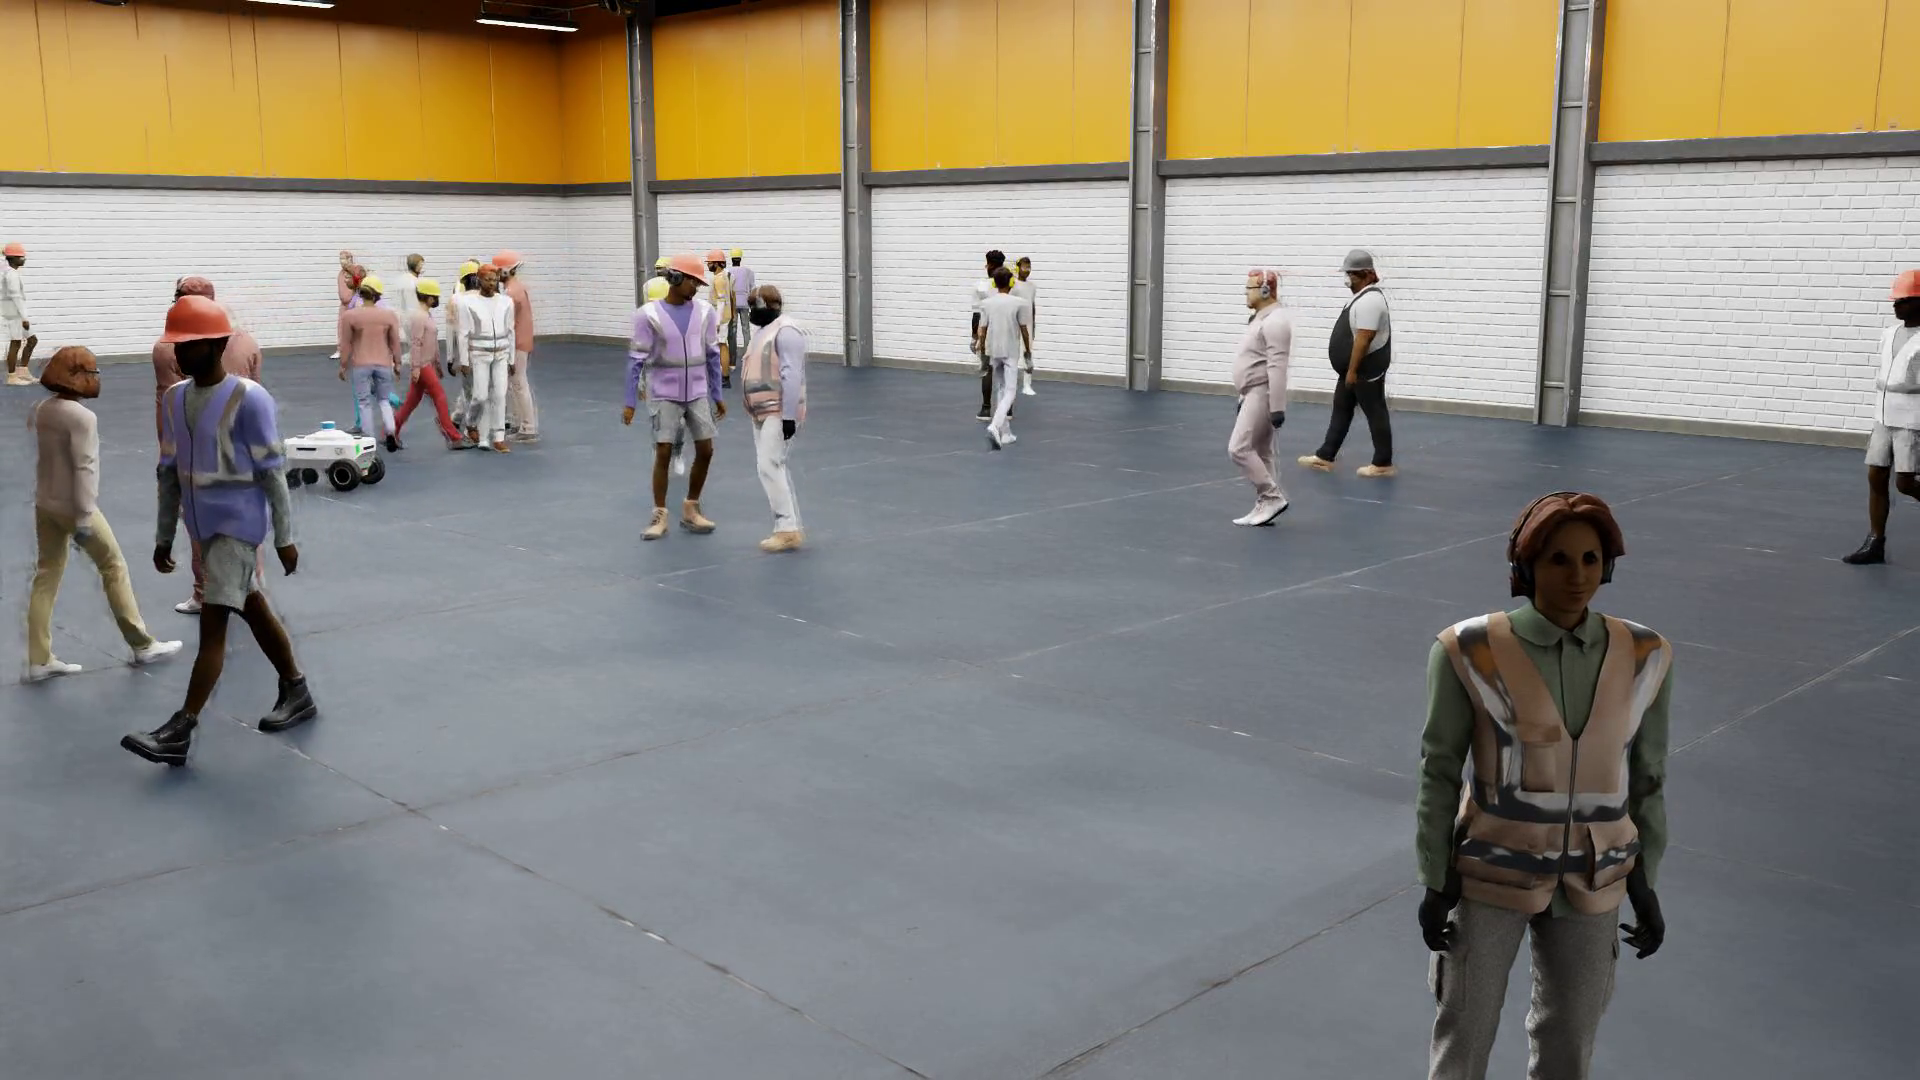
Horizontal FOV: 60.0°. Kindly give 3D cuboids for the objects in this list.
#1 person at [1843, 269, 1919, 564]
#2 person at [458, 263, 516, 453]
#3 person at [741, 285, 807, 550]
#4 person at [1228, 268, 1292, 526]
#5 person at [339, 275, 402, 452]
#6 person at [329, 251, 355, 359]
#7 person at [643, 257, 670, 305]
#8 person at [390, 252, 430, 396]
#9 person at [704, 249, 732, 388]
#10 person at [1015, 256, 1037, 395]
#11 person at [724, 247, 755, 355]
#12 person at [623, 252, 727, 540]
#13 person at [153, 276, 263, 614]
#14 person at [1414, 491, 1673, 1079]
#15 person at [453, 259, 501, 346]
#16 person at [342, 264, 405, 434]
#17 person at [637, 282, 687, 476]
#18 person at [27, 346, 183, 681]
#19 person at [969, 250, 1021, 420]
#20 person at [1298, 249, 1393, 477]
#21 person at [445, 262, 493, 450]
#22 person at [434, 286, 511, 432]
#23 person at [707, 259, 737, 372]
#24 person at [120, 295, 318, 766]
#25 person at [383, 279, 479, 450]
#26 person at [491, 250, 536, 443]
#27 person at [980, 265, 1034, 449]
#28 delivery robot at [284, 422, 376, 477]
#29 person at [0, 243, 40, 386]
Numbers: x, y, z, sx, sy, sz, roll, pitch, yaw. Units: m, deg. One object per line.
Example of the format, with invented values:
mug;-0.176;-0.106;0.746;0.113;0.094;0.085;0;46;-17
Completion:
person;6.165;-0.780;10.741;0.717;1.919;0.549;-2;11;-10
person;-4.691;-1.800;16.450;0.576;1.867;0.615;-8;13;-38
person;-1.313;-0.827;11.339;0.529;1.800;0.676;-6;12;-29
person;2.161;-1.023;12.122;0.443;1.889;0.656;1;10;5
person;-5.667;-1.666;16.017;0.556;1.742;0.414;-7;12;-34
person;-10.544;-4.097;28.963;0.639;1.868;0.956;6;12;29
person;-4.174;-3.082;23.547;0.589;1.822;0.403;4;11;22
person;-7.298;-2.833;21.980;0.770;1.915;0.635;-2;11;-11
person;-3.376;-3.082;23.229;0.361;1.939;0.543;-1;10;-3
person;0.796;-2.894;22.434;0.522;1.856;0.696;-5;12;-25
person;-3.719;-3.921;27.837;0.588;1.927;0.370;-3;11;-18
person;-2.021;-1.013;11.757;0.764;2.018;0.376;-6;12;-29
person;-4.261;-0.533;9.419;0.409;1.908;0.639;6;12;30
person;1.167;0.710;3.366;0.514;1.641;0.309;-1;10;-3
person;-6.170;-2.656;21.298;0.654;1.829;0.520;1;10;5
person;-6.357;-2.057;17.933;0.623;1.829;0.582;-1;10;-8
person;-2.565;-1.358;14.399;0.500;1.727;0.359;-1;10;-6
person;-4.252;-0.143;8.124;0.511;1.596;0.769;7;12;32
person;0.407;-2.369;19.261;0.615;1.964;0.361;-3;11;-17
person;3.442;-1.572;14.715;0.925;2.000;0.703;1;10;7
person;-4.874;-1.857;16.749;0.600;1.861;0.960;-4;11;-23
person;-5.232;-2.043;17.962;0.901;1.786;0.624;0;10;-1
person;-3.740;-3.561;26.094;0.506;1.846;0.350;-8;13;-39
person;-3.083;-0.053;6.847;0.567;1.883;1.011;5;12;26
person;-5.328;-1.731;16.506;0.939;1.713;0.527;-1;10;-8
person;-4.637;-1.972;17.069;0.547;1.974;0.654;-1;10;-5
person;0.432;-1.847;16.790;0.526;1.840;0.867;5;12;26
delivery robot;-5.335;-0.759;14.084;0.707;0.478;0.477;2;10;9
person;-13.302;-3.181;23.536;0.601;2.020;0.633;-6;12;-30
